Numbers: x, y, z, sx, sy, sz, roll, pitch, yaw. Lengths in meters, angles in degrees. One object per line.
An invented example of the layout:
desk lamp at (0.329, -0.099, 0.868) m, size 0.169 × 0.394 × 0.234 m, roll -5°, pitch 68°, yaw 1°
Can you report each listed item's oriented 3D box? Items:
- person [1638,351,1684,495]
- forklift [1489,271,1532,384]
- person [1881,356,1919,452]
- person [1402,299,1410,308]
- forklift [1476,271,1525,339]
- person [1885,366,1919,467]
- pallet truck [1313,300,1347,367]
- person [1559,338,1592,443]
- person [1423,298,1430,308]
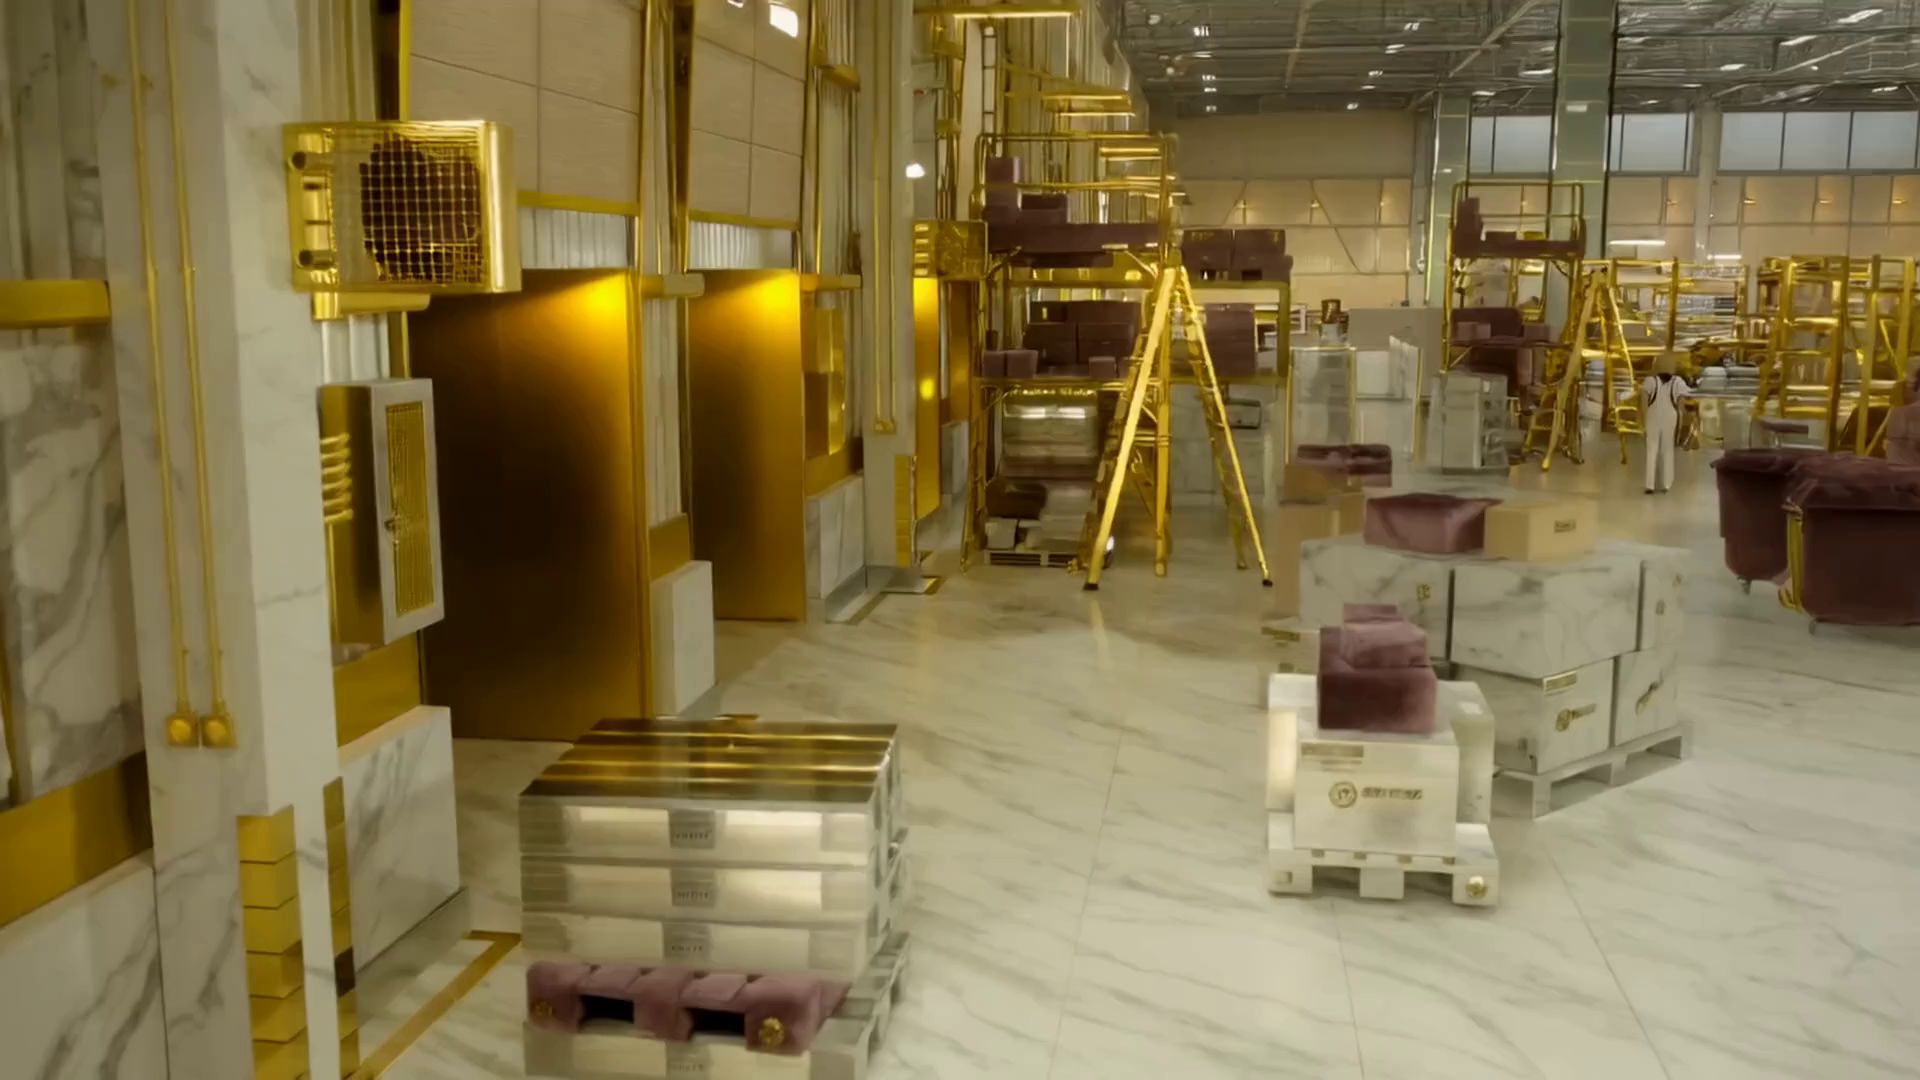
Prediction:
person at (8.891, -1.472, 21.112) m, size 0.516 × 1.837 × 0.405 m, roll 2°, pitch 9°, yaw 12°
forklift at (13.422, -5.322, 41.591) m, size 1.873 × 2.768 × 1.129 m, roll 1°, pitch 9°, yaw 9°
person at (10.951, -1.192, 19.232) m, size 0.533 × 1.868 × 0.310 m, roll 1°, pitch 9°, yaw 9°
person at (14.306, -6.779, 53.473) m, size 0.635 × 1.936 × 0.356 m, roll 1°, pitch 9°, yaw 9°
forklift at (14.433, -5.920, 45.279) m, size 1.873 × 2.768 × 1.129 m, roll -3°, pitch 10°, yaw -17°
person at (8.798, -0.609, 15.253) m, size 0.622 × 1.990 × 0.402 m, roll 1°, pitch 9°, yaw 9°
pallet truck at (11.159, -6.200, 49.718) m, size 0.823 × 1.965 × 1.885 m, roll 4°, pitch 10°, yaw 26°
person at (10.156, -2.467, 27.480) m, size 0.492 × 1.742 × 0.319 m, roll 1°, pitch 9°, yaw 9°
person at (15.660, -7.172, 55.901) m, size 0.551 × 1.934 × 0.373 m, roll 1°, pitch 9°, yaw 9°
